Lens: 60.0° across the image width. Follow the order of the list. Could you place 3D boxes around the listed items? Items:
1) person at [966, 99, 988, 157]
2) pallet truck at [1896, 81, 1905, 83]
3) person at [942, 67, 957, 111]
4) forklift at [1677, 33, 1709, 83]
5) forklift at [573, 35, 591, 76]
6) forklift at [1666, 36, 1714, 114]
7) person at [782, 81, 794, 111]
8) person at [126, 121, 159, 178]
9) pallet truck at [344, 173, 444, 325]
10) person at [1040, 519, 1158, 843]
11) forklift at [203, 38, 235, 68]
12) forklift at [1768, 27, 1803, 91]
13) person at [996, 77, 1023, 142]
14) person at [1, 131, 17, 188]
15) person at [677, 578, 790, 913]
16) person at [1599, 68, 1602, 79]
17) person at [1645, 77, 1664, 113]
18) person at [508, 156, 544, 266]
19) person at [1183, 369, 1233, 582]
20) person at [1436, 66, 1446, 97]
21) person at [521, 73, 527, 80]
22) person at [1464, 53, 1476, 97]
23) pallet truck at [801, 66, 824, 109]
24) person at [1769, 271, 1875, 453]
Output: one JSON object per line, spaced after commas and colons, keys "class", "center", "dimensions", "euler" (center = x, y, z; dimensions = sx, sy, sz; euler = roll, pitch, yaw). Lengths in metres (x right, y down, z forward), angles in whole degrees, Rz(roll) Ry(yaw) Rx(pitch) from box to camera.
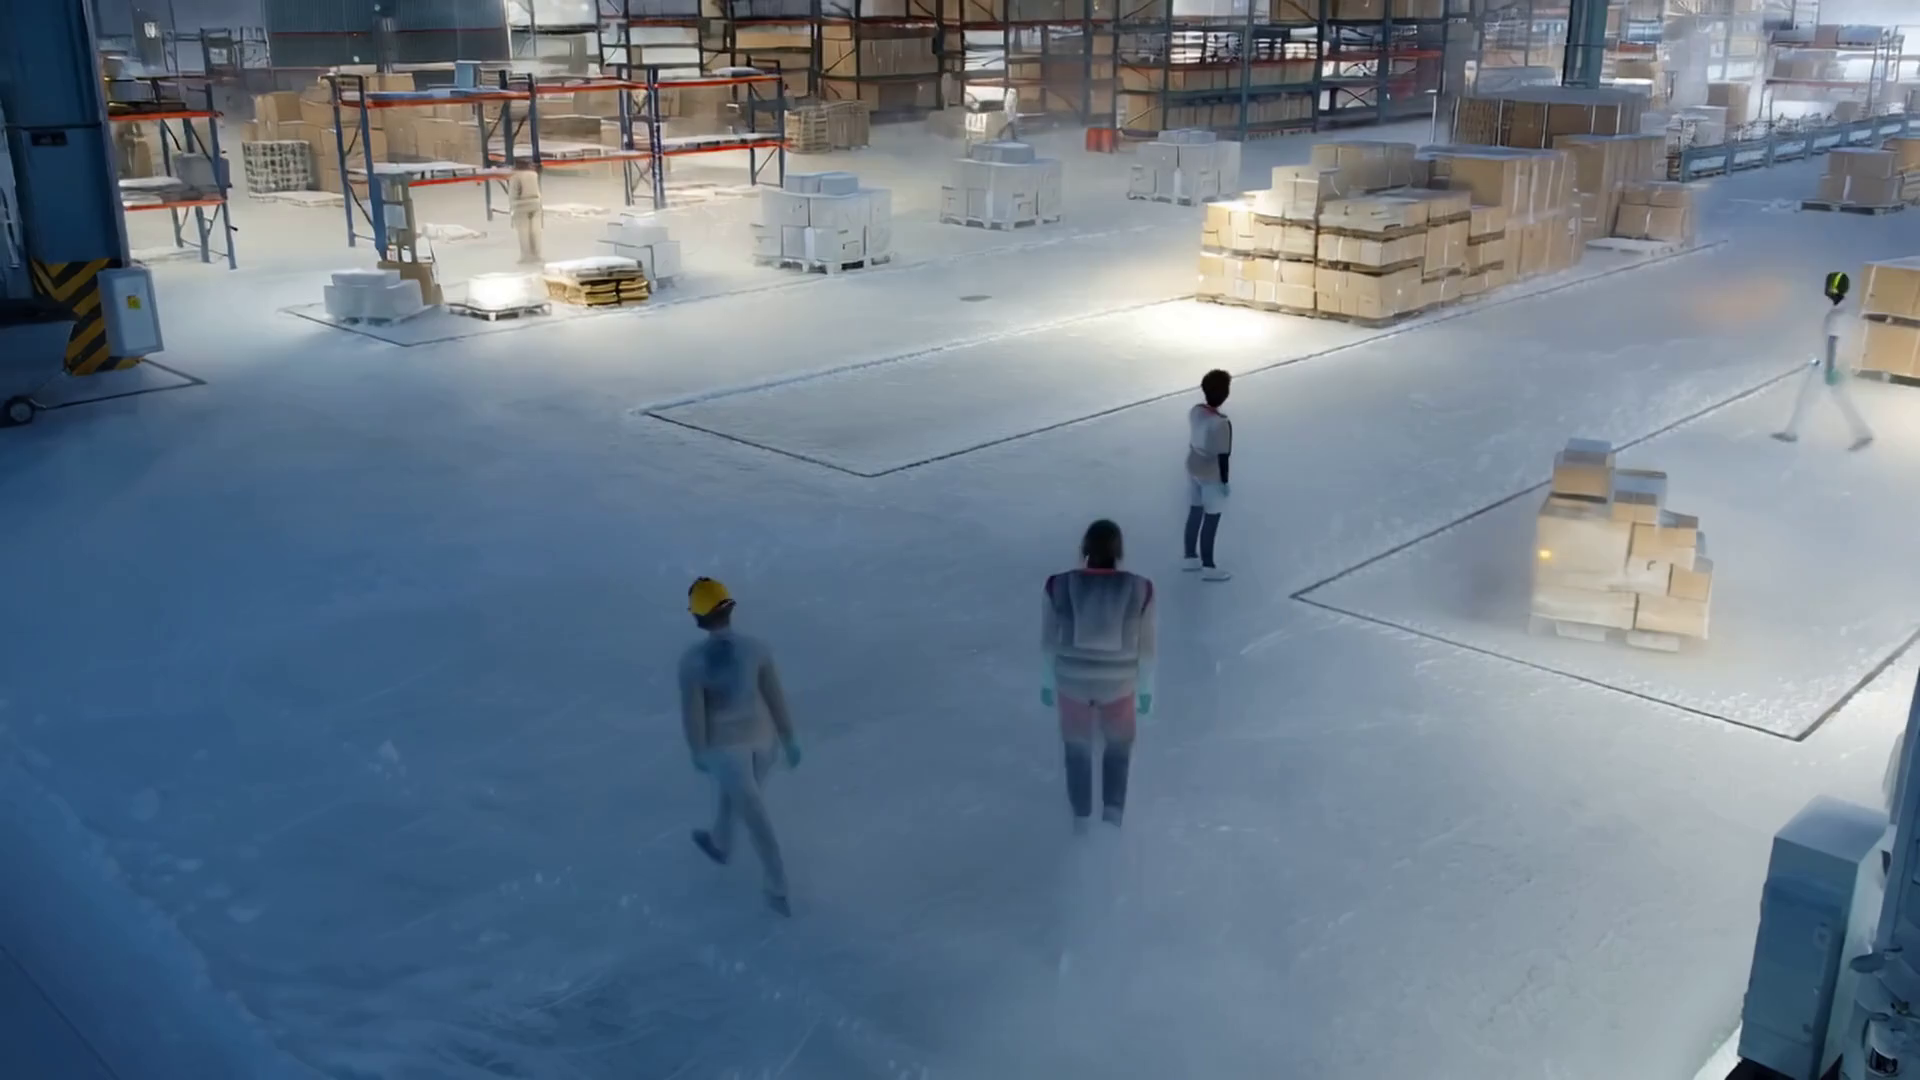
{"class": "person", "center": [0.431, -9.999, 41.419], "dimensions": [0.562, 1.918, 0.578], "euler": [3, 19, 9]}
{"class": "pallet truck", "center": [34.802, -16.331, 61.455], "dimensions": [0.653, 1.274, 1.630], "euler": [17, 25, 41]}
{"class": "person", "center": [-0.285, -15.527, 58.072], "dimensions": [0.830, 1.910, 0.662], "euler": [-12, 22, -31]}
{"class": "forklift", "center": [29.243, -18.892, 66.702], "dimensions": [1.129, 2.768, 1.873], "euler": [17, 25, 41]}
{"class": "forklift", "center": [-14.277, -17.633, 62.909], "dimensions": [1.873, 2.768, 1.129], "euler": [0, 18, -1]}
{"class": "forklift", "center": [27.341, -17.291, 61.877], "dimensions": [1.129, 2.768, 1.873], "euler": [17, 25, 41]}
{"class": "person", "center": [-5.590, -13.908, 53.553], "dimensions": [0.545, 1.680, 0.375], "euler": [-14, 23, -35]}
{"class": "person", "center": [-17.515, -8.050, 35.676], "dimensions": [0.399, 1.830, 0.521], "euler": [10, 21, 29]}
{"class": "pallet truck", "center": [-8.209, -4.181, 23.757], "dimensions": [0.823, 1.965, 1.885], "euler": [3, 19, 9]}
{"class": "person", "center": [0.742, 0.800, 9.029], "dimensions": [0.639, 1.829, 0.581], "euler": [2, 18, 6]}
{"class": "forklift", "center": [-26.325, -16.469, 59.401], "dimensions": [1.129, 2.768, 1.873], "euler": [-7, 20, -20]}
{"class": "forklift", "center": [38.112, -22.152, 76.524], "dimensions": [1.129, 2.768, 1.873], "euler": [17, 25, 41]}
{"class": "person", "center": [1.528, -13.167, 50.915], "dimensions": [0.751, 1.950, 0.621], "euler": [-1, 18, -3]}
{"class": "person", "center": [-18.847, -7.332, 33.395], "dimensions": [0.635, 1.921, 0.739], "euler": [-6, 19, -16]}
{"class": "person", "center": [-1.164, 1.022, 8.541], "dimensions": [0.525, 1.688, 0.921], "euler": [-15, 23, -38]}
{"class": "person", "center": [22.289, -15.557, 58.197], "dimensions": [0.636, 1.900, 0.399], "euler": [10, 21, 28]}
{"class": "person", "center": [23.618, -14.880, 56.535], "dimensions": [0.883, 1.649, 0.545], "euler": [-16, 24, -39]}
{"class": "person", "center": [-7.388, -5.588, 28.265], "dimensions": [0.431, 1.835, 0.624], "euler": [16, 24, 41]}
{"class": "person", "center": [1.979, -0.517, 13.189], "dimensions": [0.317, 1.695, 0.540], "euler": [-7, 20, -21]}
{"class": "person", "center": [18.940, -17.841, 65.482], "dimensions": [0.279, 1.633, 0.499], "euler": [17, 25, 41]}
{"class": "person", "center": [-14.141, -14.320, 54.471], "dimensions": [0.492, 1.901, 0.615], "euler": [5, 19, 14]}
{"class": "person", "center": [22.098, -20.140, 72.090], "dimensions": [0.389, 1.838, 0.563], "euler": [-13, 22, -34]}
{"class": "pallet truck", "center": [-4.812, -15.182, 56.903], "dimensions": [0.823, 1.965, 1.885], "euler": [-9, 21, -26]}
{"class": "person", "center": [8.912, -1.808, 16.889], "dimensions": [0.528, 1.829, 0.972], "euler": [-14, 23, -35]}
